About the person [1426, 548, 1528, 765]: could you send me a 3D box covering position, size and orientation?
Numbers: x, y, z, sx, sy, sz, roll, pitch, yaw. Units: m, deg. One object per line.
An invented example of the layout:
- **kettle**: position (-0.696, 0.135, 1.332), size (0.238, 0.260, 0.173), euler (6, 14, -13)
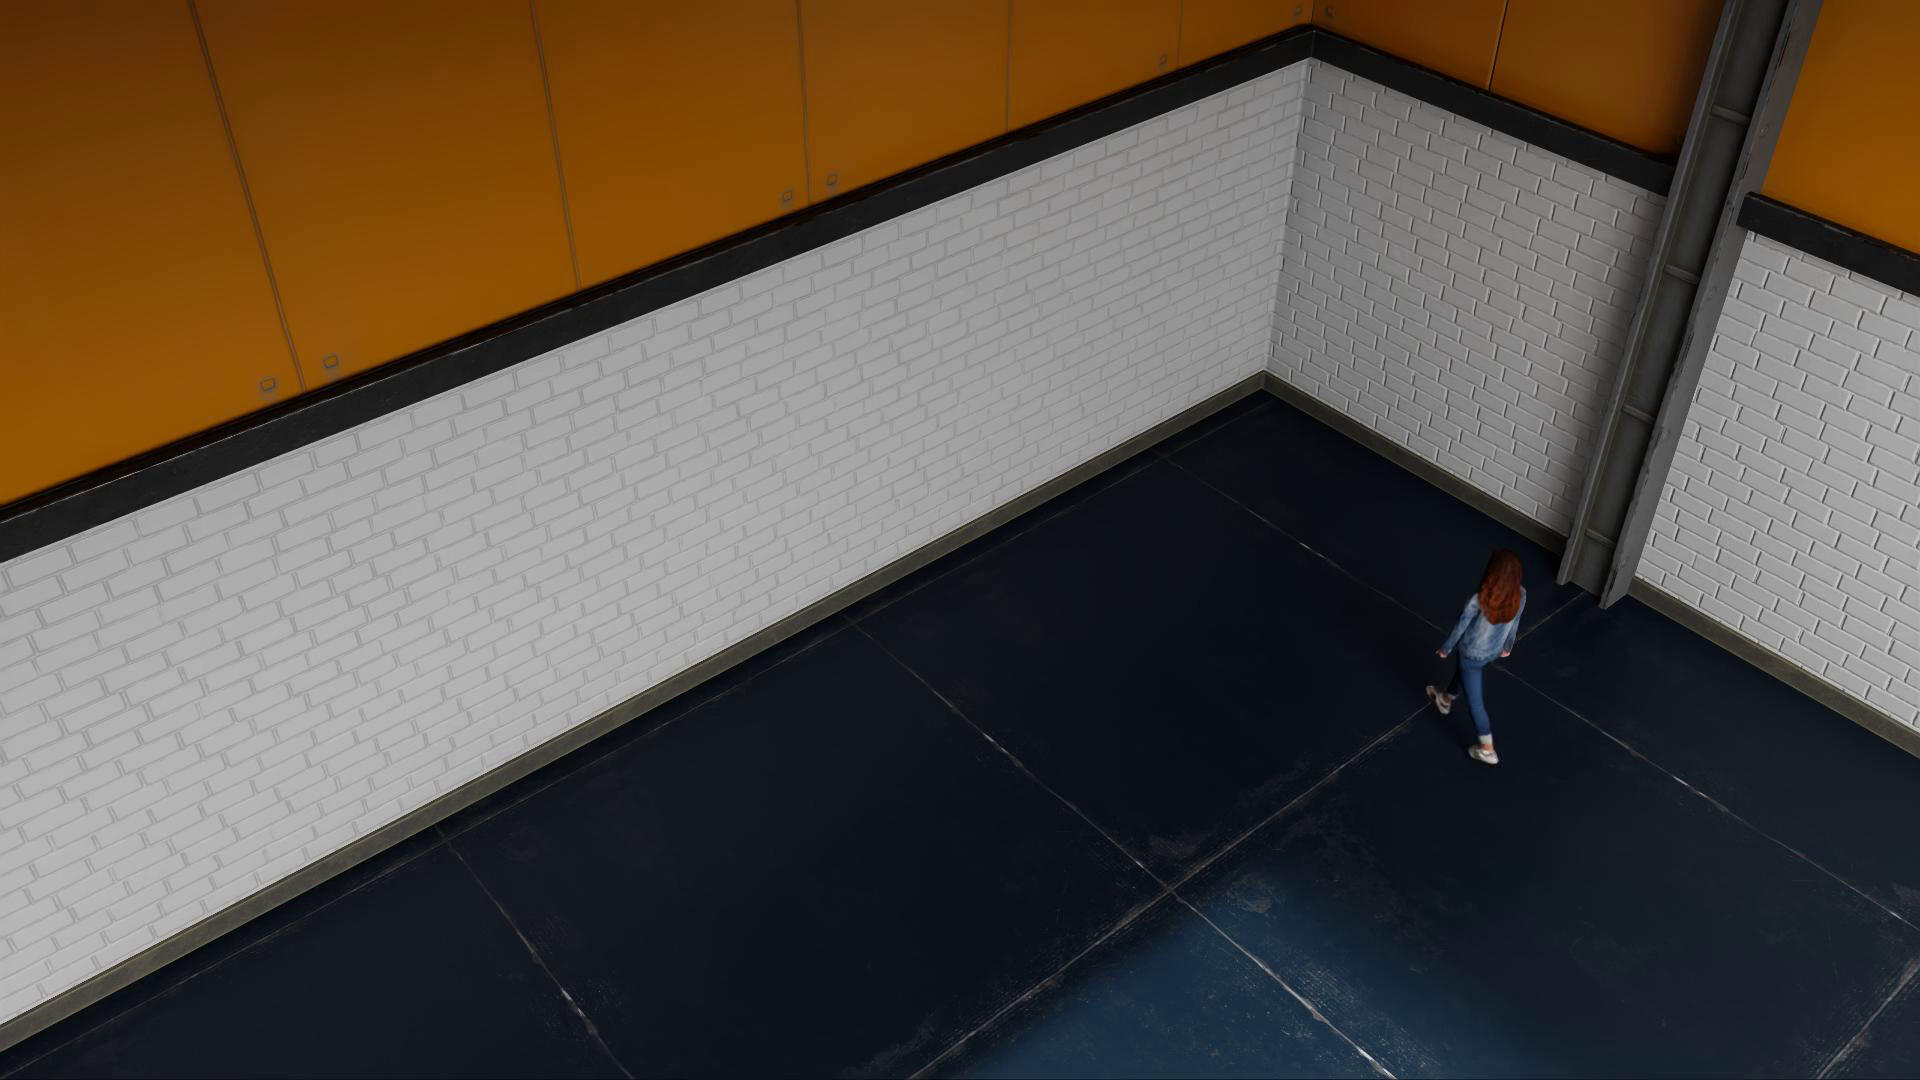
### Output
- **person**: position (3.149, 0.708, 9.949), size (0.764, 1.454, 1.049), euler (-15, 41, -18)
